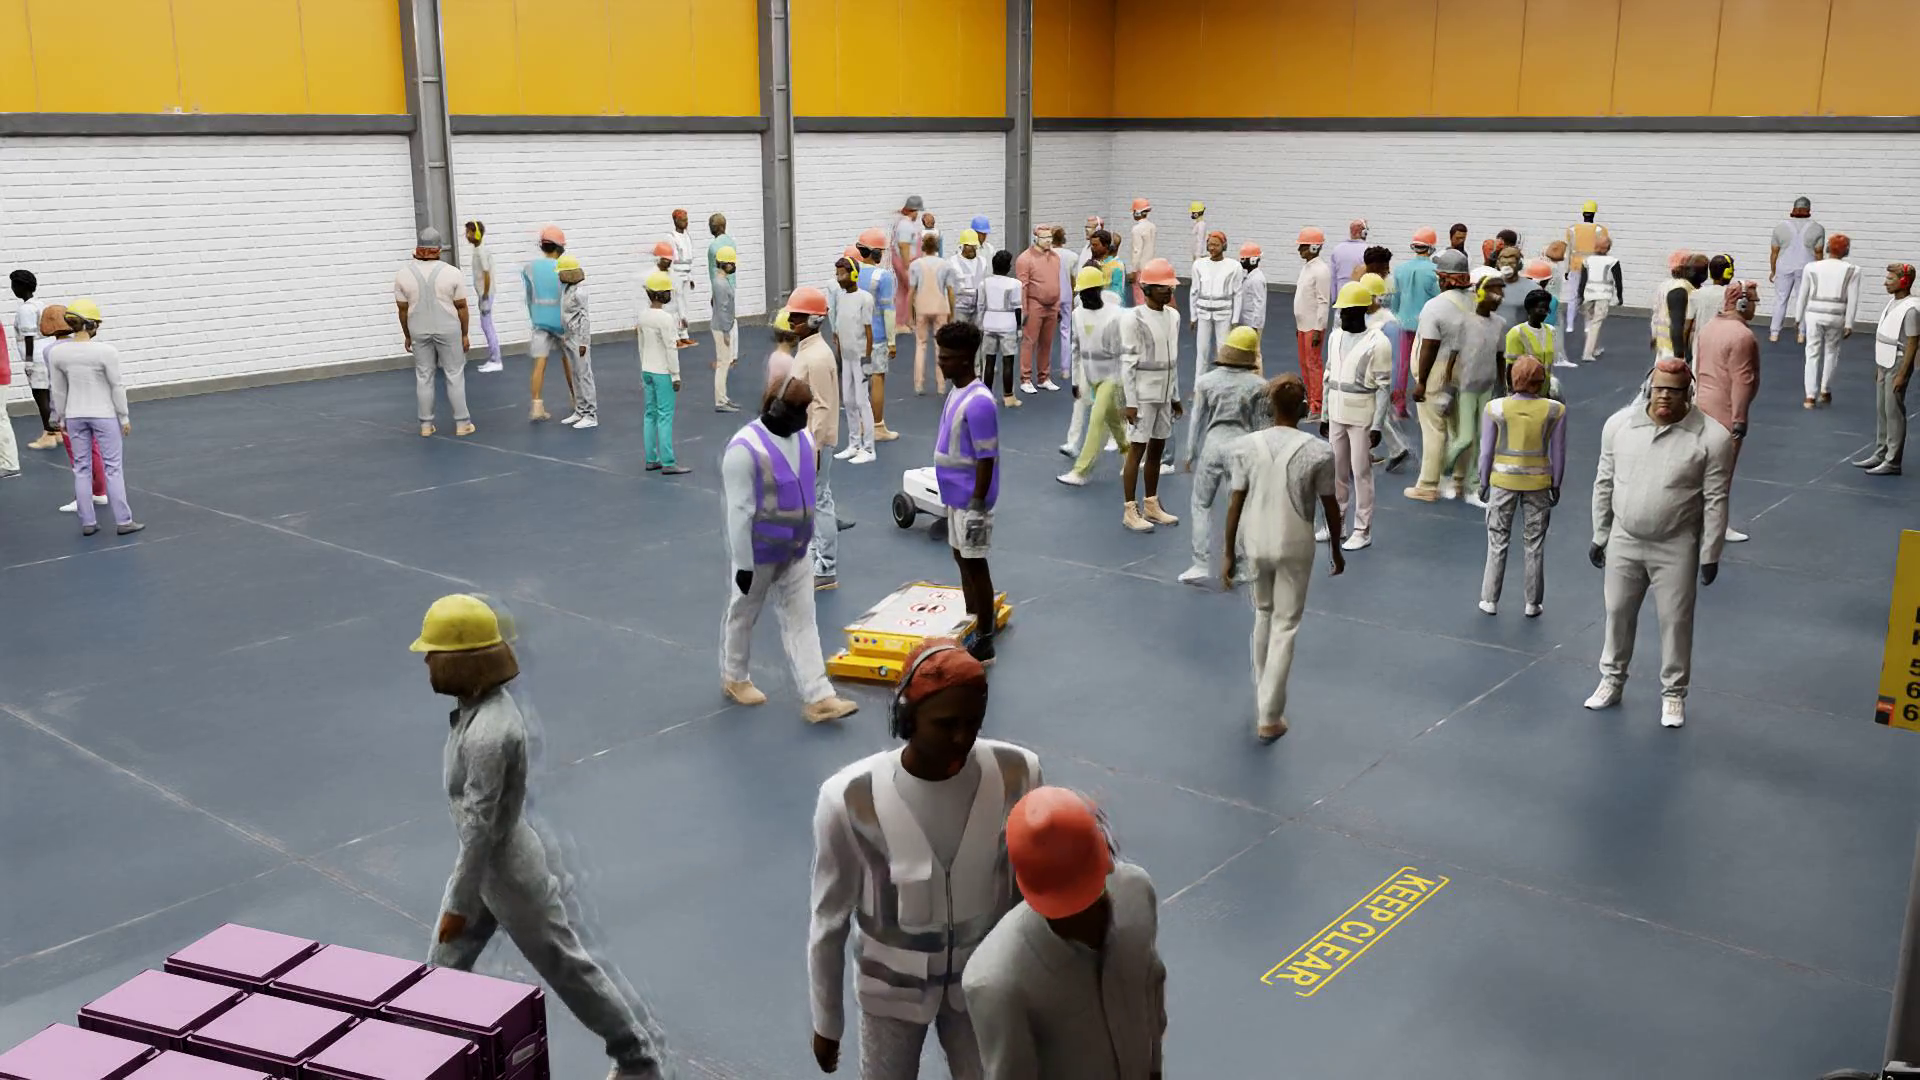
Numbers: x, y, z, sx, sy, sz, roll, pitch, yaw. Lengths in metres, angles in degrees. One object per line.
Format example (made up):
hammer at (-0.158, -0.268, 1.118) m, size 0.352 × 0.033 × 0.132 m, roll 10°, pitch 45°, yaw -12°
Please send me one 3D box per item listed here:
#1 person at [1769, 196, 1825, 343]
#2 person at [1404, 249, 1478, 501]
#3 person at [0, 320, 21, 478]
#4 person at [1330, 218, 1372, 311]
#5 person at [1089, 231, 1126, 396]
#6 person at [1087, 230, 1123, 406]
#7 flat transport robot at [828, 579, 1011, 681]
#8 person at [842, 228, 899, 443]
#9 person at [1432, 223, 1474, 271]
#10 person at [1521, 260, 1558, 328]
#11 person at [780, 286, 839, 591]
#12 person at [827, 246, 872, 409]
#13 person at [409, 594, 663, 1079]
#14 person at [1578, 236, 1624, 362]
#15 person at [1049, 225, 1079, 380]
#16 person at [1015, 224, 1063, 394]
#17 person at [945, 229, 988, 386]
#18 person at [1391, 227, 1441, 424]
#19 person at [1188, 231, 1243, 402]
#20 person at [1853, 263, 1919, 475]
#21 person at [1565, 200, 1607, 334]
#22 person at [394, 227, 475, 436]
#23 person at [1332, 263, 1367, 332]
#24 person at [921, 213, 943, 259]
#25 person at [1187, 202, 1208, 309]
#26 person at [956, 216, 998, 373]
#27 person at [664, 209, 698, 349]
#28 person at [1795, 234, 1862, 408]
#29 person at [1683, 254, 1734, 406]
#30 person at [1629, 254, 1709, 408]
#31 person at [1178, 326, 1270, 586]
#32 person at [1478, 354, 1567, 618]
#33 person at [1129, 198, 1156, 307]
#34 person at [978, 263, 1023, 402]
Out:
person at (11.747, -3.807, 23.387) m, size 0.677 × 2.000 × 0.536 m, roll 8°, pitch 16°, yaw 29°
person at (3.920, -1.344, 13.543) m, size 0.682 × 2.000 × 0.537 m, roll -9°, pitch 16°, yaw -31°
person at (-8.424, -1.408, 14.410) m, size 0.350 × 1.739 × 0.577 m, roll -10°, pitch 17°, yaw -36°
person at (4.778, -2.912, 20.073) m, size 0.408 × 1.911 × 0.654 m, roll -12°, pitch 18°, yaw -40°
person at (1.682, -2.541, 18.725) m, size 0.345 × 1.846 × 0.508 m, roll -3°, pitch 14°, yaw -11°
person at (1.531, -2.349, 17.856) m, size 0.390 × 1.897 × 0.591 m, roll -8°, pitch 16°, yaw -28°
flat transport robot at (-0.205, 0.513, 9.712) m, size 0.652 × 0.197 × 1.431 m, roll 4°, pitch 15°, yaw 17°
person at (-0.850, -1.965, 16.021) m, size 0.614 × 2.041 × 0.390 m, roll 10°, pitch 17°, yaw 36°
person at (5.615, -2.667, 19.084) m, size 0.590 × 1.916 × 0.386 m, roll -8°, pitch 16°, yaw -30°
person at (5.464, -1.784, 15.876) m, size 0.331 × 1.755 × 0.563 m, roll 12°, pitch 18°, yaw 40°
person at (-0.979, -0.663, 10.910) m, size 0.375 × 1.997 × 0.612 m, roll -3°, pitch 14°, yaw -13°
person at (-1.130, -2.267, 17.821) m, size 0.560 × 1.750 × 0.328 m, roll 4°, pitch 15°, yaw 14°
person at (-1.371, 0.976, 4.999) m, size 0.944 × 1.691 × 0.490 m, roll -6°, pitch 15°, yaw -24°
person at (8.297, -3.120, 21.550) m, size 0.819 × 1.596 × 0.506 m, roll -11°, pitch 18°, yaw -36°
person at (1.162, -2.834, 19.923) m, size 0.503 × 1.838 × 0.354 m, roll -1°, pitch 14°, yaw -3°
person at (0.933, -2.633, 18.969) m, size 0.650 × 1.906 × 0.401 m, roll -12°, pitch 18°, yaw -40°
person at (0.098, -2.712, 19.438) m, size 0.601 × 1.828 × 0.404 m, roll -8°, pitch 16°, yaw -29°
person at (4.694, -2.191, 17.018) m, size 0.383 × 1.997 × 0.613 m, roll -12°, pitch 18°, yaw -39°
person at (2.790, -2.433, 18.218) m, size 0.575 × 1.882 × 0.360 m, roll 7°, pitch 15°, yaw 25°
person at (8.157, -1.483, 14.495) m, size 0.372 × 1.843 × 0.570 m, roll 3°, pitch 14°, yaw 11°
person at (9.138, -3.987, 24.337) m, size 0.587 × 1.928 × 0.363 m, roll 8°, pitch 16°, yaw 28°
person at (-5.138, -2.044, 16.340) m, size 0.677 × 2.000 × 0.536 m, roll -1°, pitch 14°, yaw -3°
person at (4.234, -2.116, 17.560) m, size 0.507 × 1.595 × 0.844 m, roll -4°, pitch 15°, yaw -15°
person at (-0.491, -4.348, 26.359) m, size 0.514 × 1.642 × 0.310 m, roll -9°, pitch 17°, yaw -33°
person at (3.938, -4.722, 27.621) m, size 0.339 × 1.761 × 0.524 m, roll 1°, pitch 14°, yaw 4°
person at (0.223, -2.974, 20.278) m, size 0.611 × 1.936 × 0.421 m, roll -13°, pitch 19°, yaw -41°
person at (-3.828, -3.579, 22.799) m, size 0.356 × 1.881 × 0.575 m, roll 6°, pitch 15°, yaw 21°
person at (9.429, -2.394, 18.115) m, size 0.591 × 1.847 × 0.895 m, roll 8°, pitch 16°, yaw 28°
person at (6.854, -1.666, 15.191) m, size 0.512 × 1.866 × 0.330 m, roll 12°, pitch 18°, yaw 39°
person at (7.042, -1.912, 16.324) m, size 0.644 × 1.803 × 0.927 m, roll -13°, pitch 19°, yaw -43°
person at (1.765, -0.549, 11.011) m, size 0.544 × 1.723 × 0.438 m, roll 4°, pitch 15°, yaw 15°
person at (3.462, -0.325, 10.287) m, size 0.514 × 1.641 × 0.307 m, roll 3°, pitch 14°, yaw 14°
person at (2.573, -3.865, 23.711) m, size 0.396 × 1.992 × 0.622 m, roll 8°, pitch 16°, yaw 30°
person at (0.440, -2.274, 18.074) m, size 0.521 × 1.639 × 0.311 m, roll -4°, pitch 15°, yaw -15°
